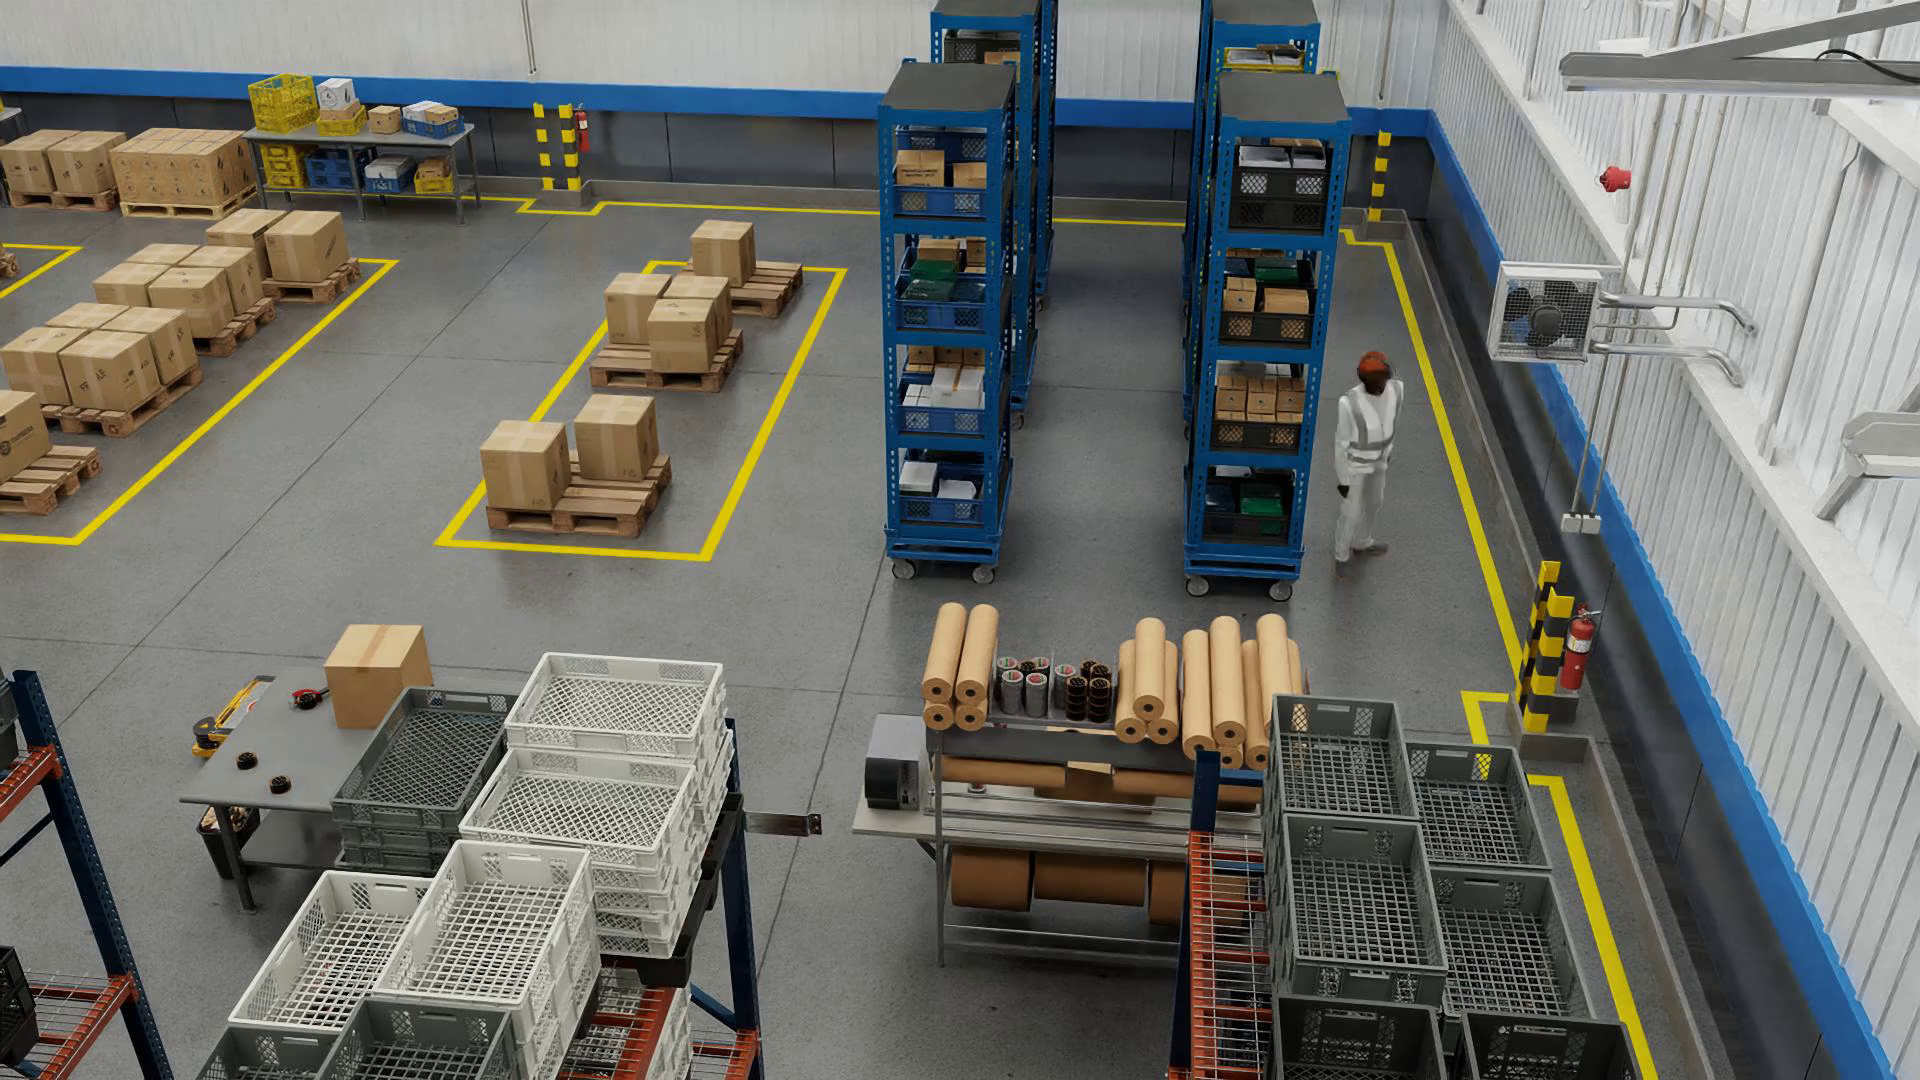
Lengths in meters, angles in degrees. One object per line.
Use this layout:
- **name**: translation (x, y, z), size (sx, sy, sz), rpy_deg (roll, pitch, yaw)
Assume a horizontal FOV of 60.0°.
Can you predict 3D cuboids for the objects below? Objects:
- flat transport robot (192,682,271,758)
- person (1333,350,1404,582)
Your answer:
- **flat transport robot**: translation (-4.089, 1.163, 10.648), size (1.431, 0.197, 0.652), rpy_deg (3, 30, 6)
- **person**: translation (2.966, -0.577, 12.100), size (0.738, 1.842, 0.402), rpy_deg (-18, 35, -28)
